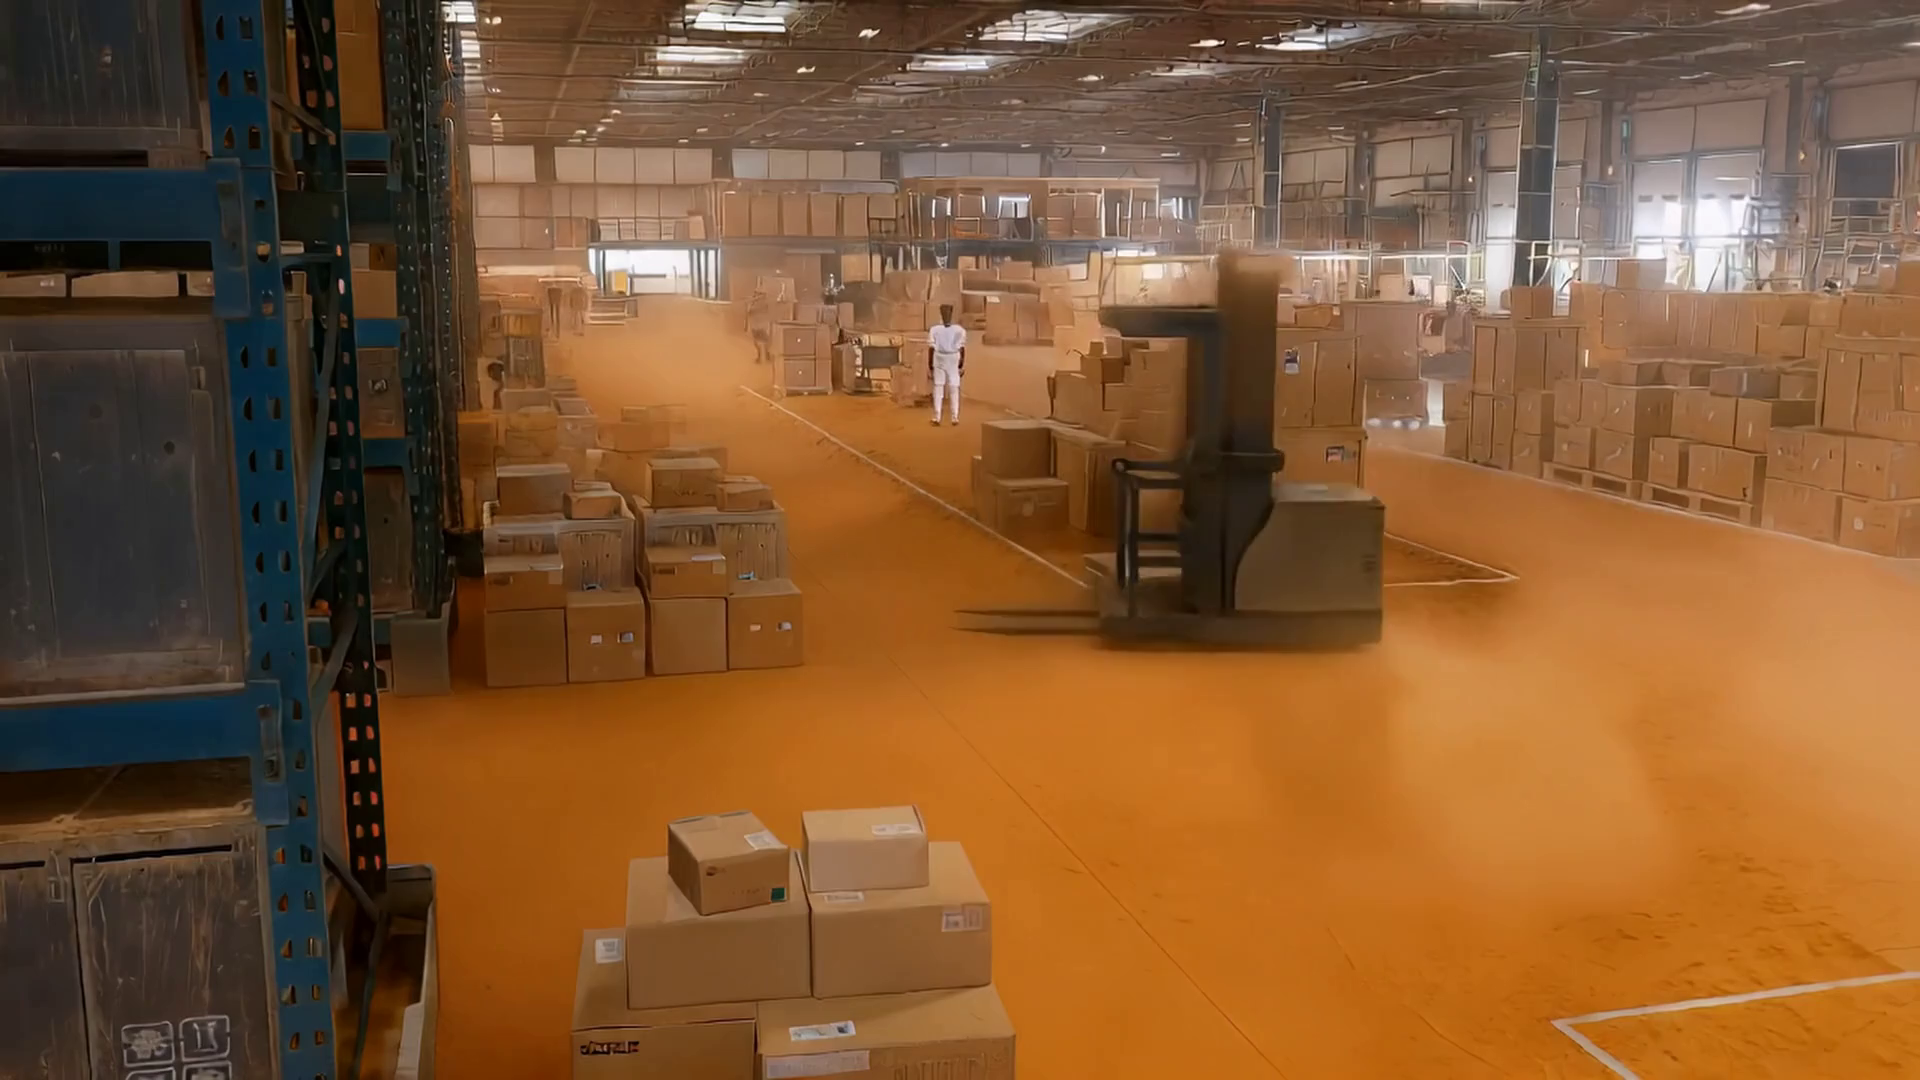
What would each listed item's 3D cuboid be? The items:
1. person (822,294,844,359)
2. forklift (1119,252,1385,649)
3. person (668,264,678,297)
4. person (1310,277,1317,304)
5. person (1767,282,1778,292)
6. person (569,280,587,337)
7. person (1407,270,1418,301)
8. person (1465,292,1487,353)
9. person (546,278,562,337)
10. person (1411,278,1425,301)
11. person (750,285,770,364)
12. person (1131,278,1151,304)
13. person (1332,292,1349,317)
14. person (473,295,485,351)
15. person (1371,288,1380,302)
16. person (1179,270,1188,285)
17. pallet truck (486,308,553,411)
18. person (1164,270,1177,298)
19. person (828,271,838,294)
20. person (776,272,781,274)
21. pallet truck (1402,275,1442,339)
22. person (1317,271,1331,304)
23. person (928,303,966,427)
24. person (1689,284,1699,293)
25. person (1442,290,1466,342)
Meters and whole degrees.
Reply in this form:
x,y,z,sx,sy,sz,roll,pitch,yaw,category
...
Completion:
x,y,z,sx,sy,sz,roll,pitch,yaw,category
-3.199,-5.387,42.096,0.557,1.656,0.819,7,12,36,person
2.068,-0.684,12.049,1.873,2.768,1.129,0,10,0,forklift
-16.317,-14.762,94.590,0.572,1.883,0.356,-2,10,-11,person
12.948,-8.769,61.045,0.320,1.742,0.492,0,10,-2,person
21.686,-5.934,44.520,0.585,1.906,0.432,-5,11,-25,person
-12.132,-7.353,52.875,0.667,1.798,0.546,-9,13,-40,person
18.539,-10.086,67.998,0.567,1.925,0.597,5,11,27,person
10.681,-4.164,34.484,0.397,1.925,0.549,7,12,35,person
-12.854,-7.352,52.656,0.513,1.876,0.328,-2,10,-9,person
14.902,-7.596,54.130,0.429,1.841,0.634,2,10,9,person
-4.940,-5.265,40.697,0.396,1.921,0.582,8,13,40,person
5.565,-7.106,51.175,0.604,1.901,0.598,2,10,9,person
7.934,-4.200,34.679,0.386,1.918,0.596,-4,11,-22,person
-12.329,-5.537,41.905,0.701,2.000,1.004,2,10,12,person
12.278,-6.625,49.140,0.860,1.662,0.540,-1,10,-5,person
9.468,-10.535,70.702,1.047,1.874,0.741,2,10,9,person
-6.242,-2.418,24.362,0.823,1.965,1.885,1,10,3,pallet truck
8.658,-10.109,68.245,0.417,1.882,0.615,9,13,41,person
-4.387,-8.293,57.545,0.406,2.035,0.606,1,10,4,person
-7.142,-9.606,65.444,0.534,1.864,0.310,9,14,43,person
14.620,-7.324,52.145,0.823,1.965,1.885,8,13,40,pallet truck
14.069,-9.462,64.464,0.610,1.925,0.764,6,12,30,person
-0.217,-2.791,26.563,0.602,1.966,0.368,2,10,10,person
18.083,-5.338,41.076,0.628,1.937,0.378,4,11,23,person
12.164,-5.225,40.804,0.535,1.797,0.938,6,12,31,person
